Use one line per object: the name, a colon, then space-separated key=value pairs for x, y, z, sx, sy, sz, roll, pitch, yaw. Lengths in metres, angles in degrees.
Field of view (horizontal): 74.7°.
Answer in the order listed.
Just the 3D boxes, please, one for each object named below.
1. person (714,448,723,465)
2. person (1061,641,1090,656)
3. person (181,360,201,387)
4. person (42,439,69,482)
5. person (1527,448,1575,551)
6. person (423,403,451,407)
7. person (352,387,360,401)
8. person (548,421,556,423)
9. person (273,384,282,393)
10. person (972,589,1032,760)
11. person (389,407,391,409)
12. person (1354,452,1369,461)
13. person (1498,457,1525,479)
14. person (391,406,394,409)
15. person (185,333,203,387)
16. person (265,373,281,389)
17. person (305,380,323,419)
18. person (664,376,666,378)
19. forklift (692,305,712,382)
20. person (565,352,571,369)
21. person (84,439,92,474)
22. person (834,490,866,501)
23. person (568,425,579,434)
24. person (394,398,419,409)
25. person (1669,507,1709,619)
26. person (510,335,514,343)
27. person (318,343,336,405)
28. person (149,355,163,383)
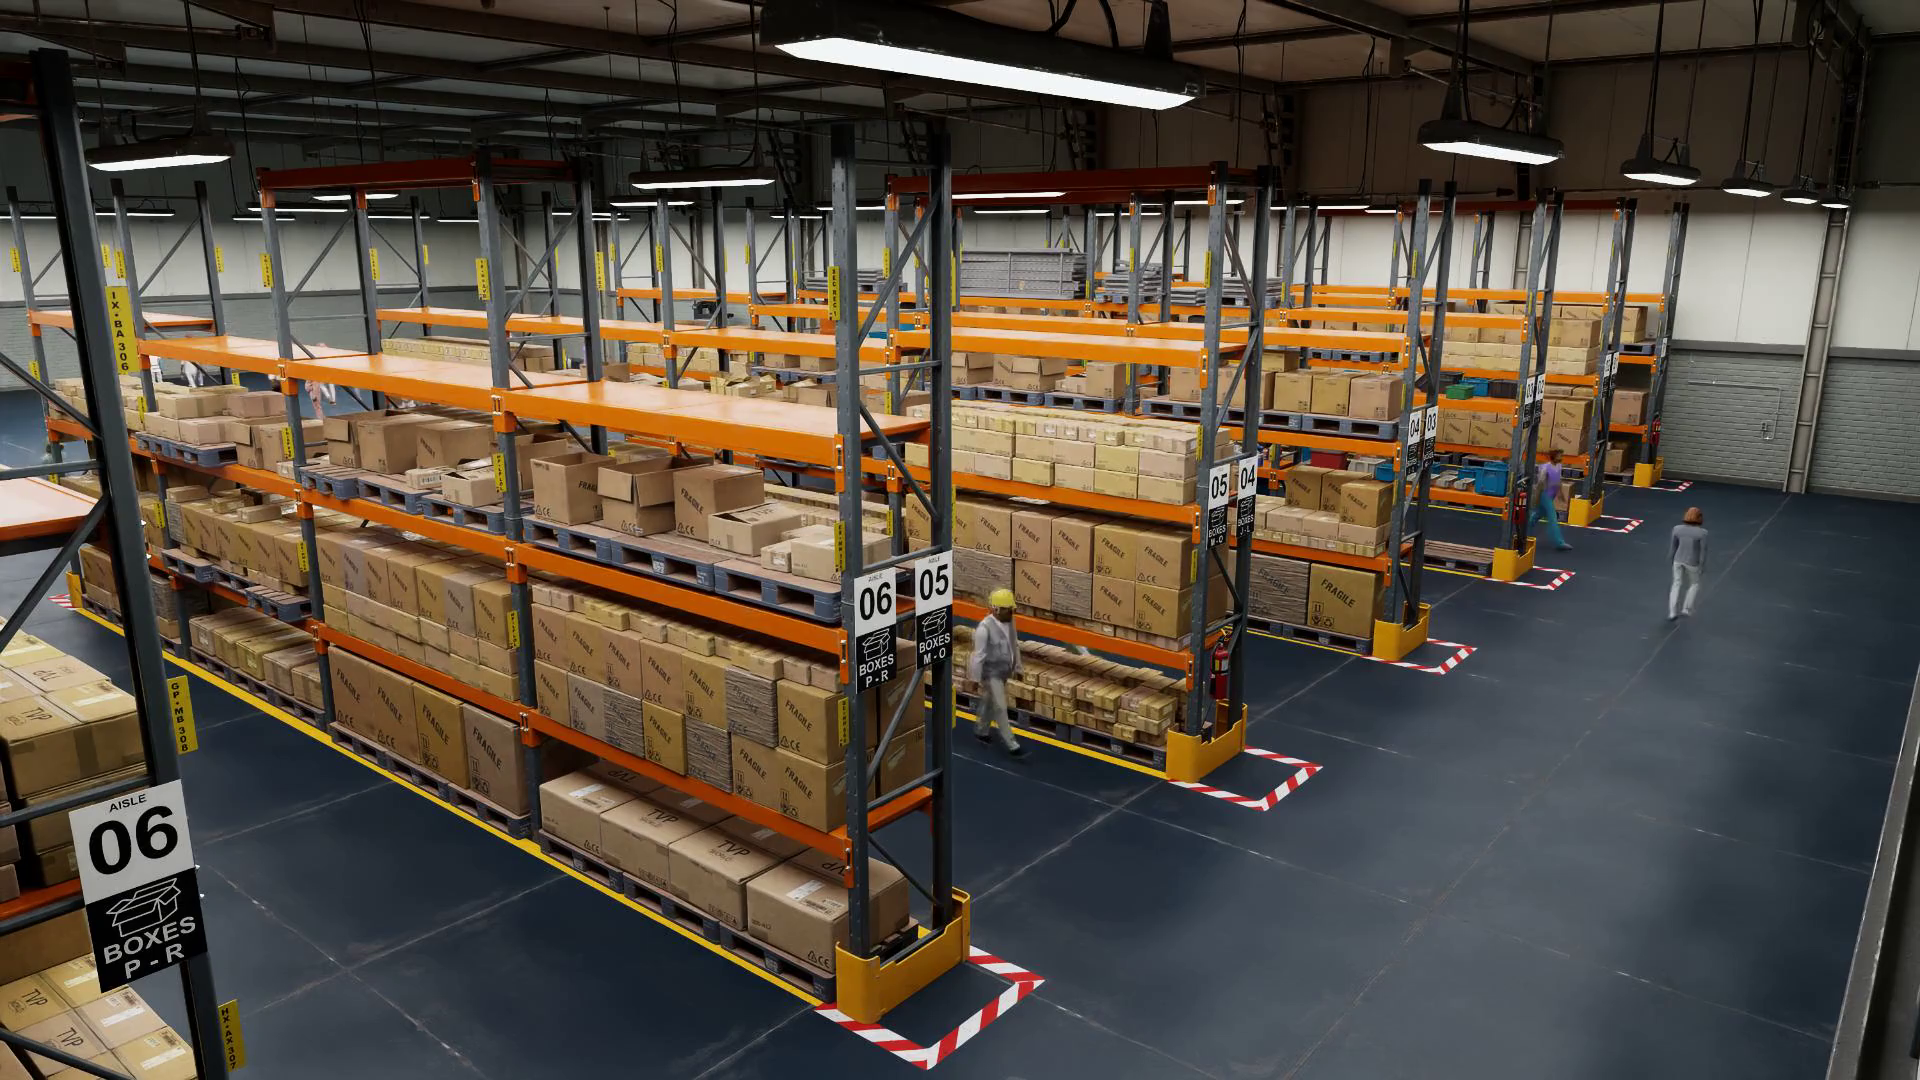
person: x=-4.320 y=-0.877 z=22.829 sx=0.314 sy=1.632 sz=0.539 roll=9 pitch=17 yaw=34
person: x=1.434 y=0.796 z=15.457 sx=0.631 sy=1.868 sz=0.574 roll=11 pitch=17 yaw=37
person: x=-25.192 y=-5.444 z=41.237 sx=0.960 sy=1.828 sz=0.524 roll=9 pitch=16 yaw=32
person: x=-16.984 y=-1.103 z=23.573 sx=0.688 sy=1.719 sz=0.494 roll=1 pitch=14 yaw=2
person: x=10.270 y=-0.734 z=21.943 sx=1.022 sy=1.783 sz=0.567 roll=13 pitch=19 yaw=42
person: x=-12.390 y=-2.755 z=29.986 sx=0.637 sy=1.911 sz=0.403 roll=-11 pitch=17 yaw=-37
person: x=-20.017 y=-5.391 z=41.438 sx=0.682 sy=1.605 sz=0.520 roll=6 pitch=15 yaw=23
person: x=-8.943 y=-2.364 z=28.199 sx=0.378 sy=1.995 sz=0.612 roll=6 pitch=15 yaw=25
person: x=-16.259 y=-2.812 z=30.285 sx=0.622 sy=1.868 sz=0.970 roll=8 pitch=16 yaw=30
person: x=0.476 y=1.390 z=13.192 sx=0.903 sy=1.784 sz=0.603 roll=10 pitch=17 yaw=35
person: x=-17.232 y=-4.579 z=38.003 sx=0.858 sy=1.652 sz=0.554 roll=7 pitch=15 yaw=26
person: x=7.914 y=-1.333 z=24.646 sx=0.827 sy=1.670 sz=0.526 roll=7 pitch=15 yaw=25
person: x=11.583 y=-1.900 z=26.529 sx=0.646 sy=1.877 sz=1.047 roll=-12 pitch=18 yaw=-40
person: x=-15.485 y=-3.885 z=34.571 sx=0.635 sy=1.932 sz=0.477 roll=5 pitch=15 yaw=20
person: x=-27.620 y=-6.474 z=45.293 sx=0.403 sy=1.904 sz=0.651 roll=9 pitch=16 yaw=32
person: x=-22.970 y=-5.712 z=42.115 sx=0.570 sy=1.925 sz=0.549 roll=-6 pitch=15 yaw=-22
person: x=-18.242 y=-4.105 z=35.542 sx=0.402 sy=1.906 sz=0.652 roll=-7 pitch=15 yaw=-25
person: x=-8.710 y=-4.594 z=37.621 sx=1.001 sy=1.886 sz=0.600 roll=3 pitch=14 yaw=11
forklift: x=-9.511 y=-7.392 z=47.124 sx=1.873 sy=2.768 sz=1.129 roll=11 pitch=17 yaw=38
person: x=-12.729 y=-5.252 z=40.474 sx=0.521 sy=1.817 sz=0.878 roll=-2 pitch=14 yaw=-8
person: x=-19.403 y=-2.296 z=28.238 sx=0.623 sy=1.844 sz=0.429 roll=3 pitch=14 yaw=14
person: x=-1.665 y=-0.171 z=19.351 sx=0.589 sy=1.915 sz=0.566 roll=-11 pitch=18 yaw=-39
person: x=-8.373 y=-2.028 z=27.219 sx=0.999 sy=1.810 sz=0.522 roll=0 pitch=14 yaw=1
person: x=-14.856 y=-3.662 z=33.771 sx=0.668 sy=1.881 sz=0.731 roll=-8 pitch=16 yaw=-29
person: x=10.349 y=0.328 z=17.906 sx=0.497 sy=1.612 sz=0.522 roll=-9 pitch=16 yaw=-33
person: x=-17.817 y=-7.445 z=49.524 sx=0.763 sy=1.810 sz=0.433 roll=1 pitch=14 yaw=2
person: x=-20.328 y=-5.317 z=40.389 sx=0.471 sy=1.978 sz=0.606 roll=11 pitch=18 yaw=39
person: x=-27.227 y=-5.676 z=42.563 sx=0.309 sy=1.639 sz=0.523 roll=12 pitch=18 yaw=40
